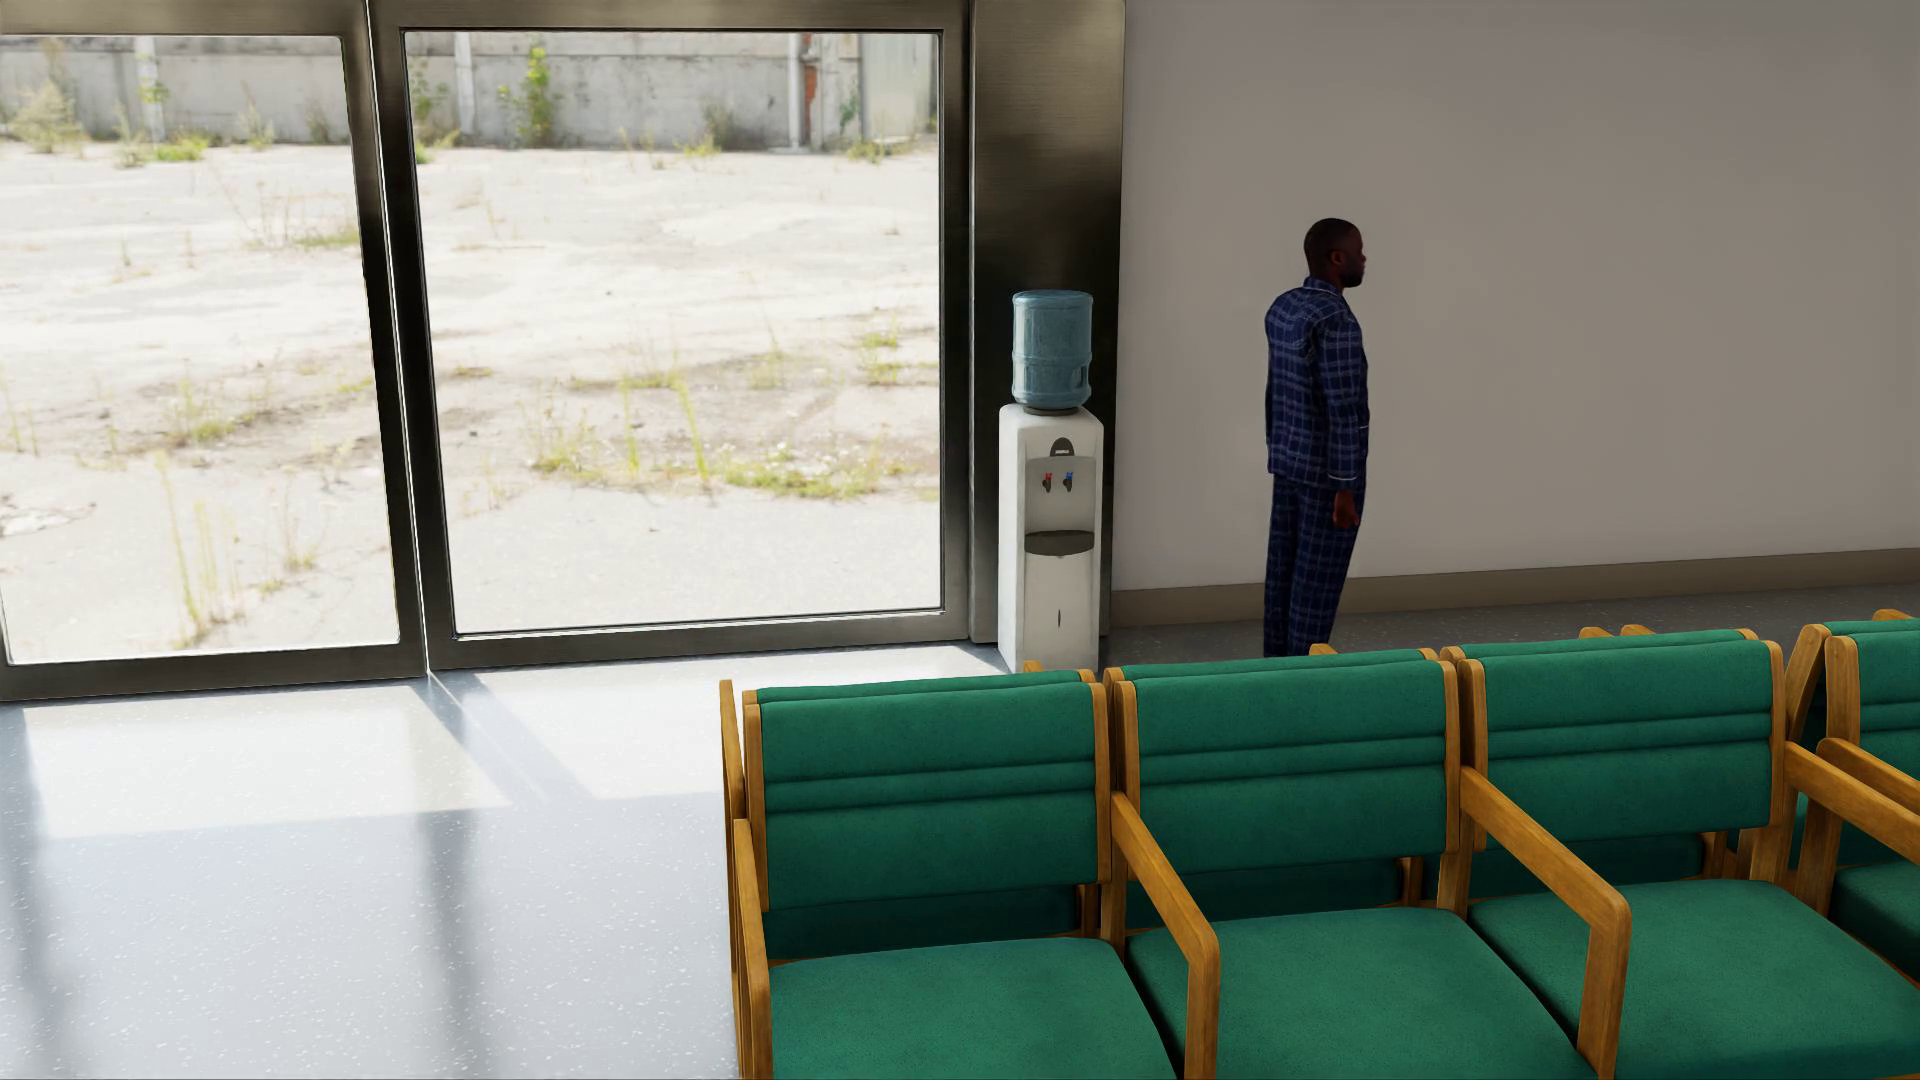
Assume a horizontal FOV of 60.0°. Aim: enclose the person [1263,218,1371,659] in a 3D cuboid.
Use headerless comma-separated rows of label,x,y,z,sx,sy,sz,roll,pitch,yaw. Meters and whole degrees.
person,1.282,-0.251,6.033,0.763,1.824,0.572,-5,16,-16
